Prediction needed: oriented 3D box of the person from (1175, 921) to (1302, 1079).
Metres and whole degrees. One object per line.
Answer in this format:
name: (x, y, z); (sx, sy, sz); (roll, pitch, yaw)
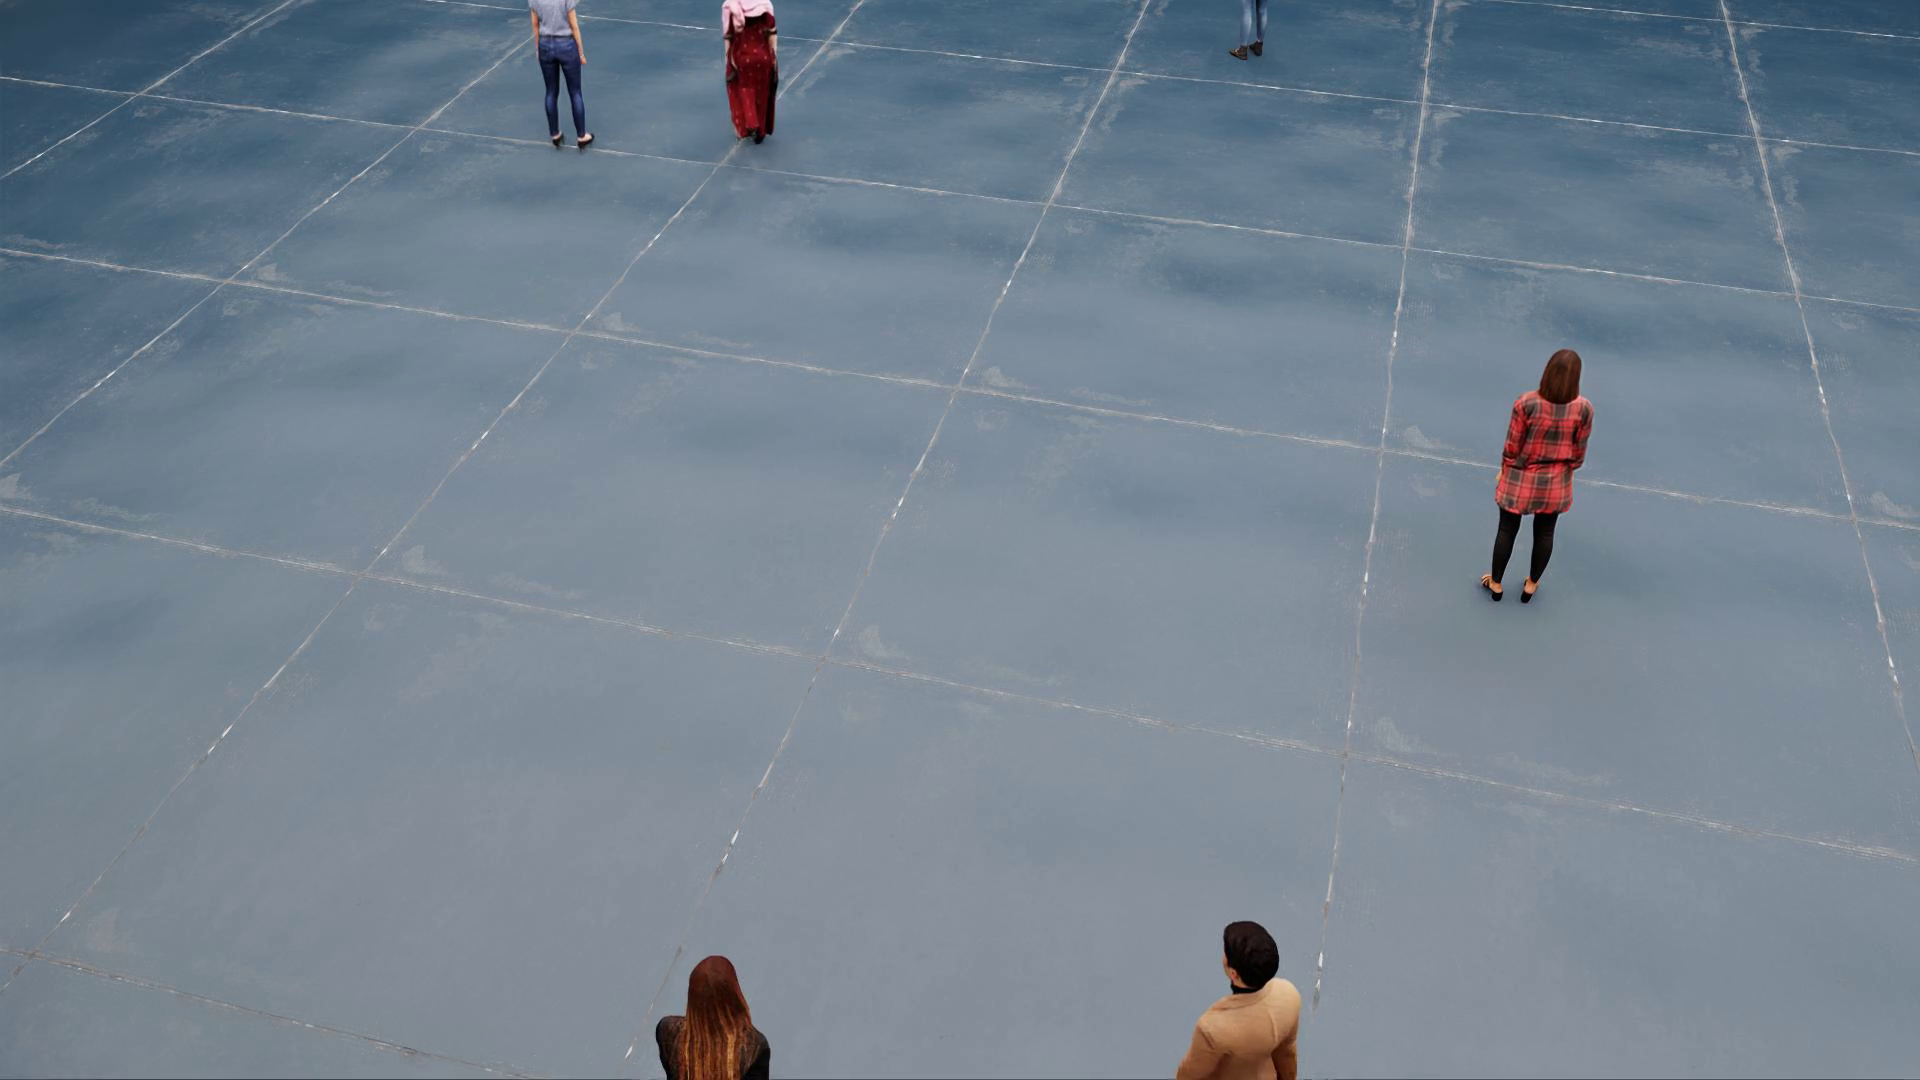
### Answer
person: (1.111, 2.192, 6.374); (1.124, 1.701, 1.076); (-28, 46, -31)

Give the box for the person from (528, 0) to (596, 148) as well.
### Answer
person: (-3.556, -4.331, 14.702); (0.602, 1.714, 0.563); (6, 38, 7)

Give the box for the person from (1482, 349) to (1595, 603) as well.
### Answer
person: (3.339, -0.362, 9.637); (0.623, 1.702, 0.571); (6, 38, 7)

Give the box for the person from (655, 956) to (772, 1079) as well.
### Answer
person: (-0.941, 2.296, 6.270); (0.749, 1.666, 1.160); (2, 38, 3)

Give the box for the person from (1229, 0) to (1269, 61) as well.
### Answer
person: (2.917, -5.557, 16.334); (0.744, 1.634, 0.797); (-17, 41, -21)

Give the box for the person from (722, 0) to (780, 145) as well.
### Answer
person: (-1.849, -4.252, 14.672); (0.739, 1.626, 0.756); (-3, 38, -4)
